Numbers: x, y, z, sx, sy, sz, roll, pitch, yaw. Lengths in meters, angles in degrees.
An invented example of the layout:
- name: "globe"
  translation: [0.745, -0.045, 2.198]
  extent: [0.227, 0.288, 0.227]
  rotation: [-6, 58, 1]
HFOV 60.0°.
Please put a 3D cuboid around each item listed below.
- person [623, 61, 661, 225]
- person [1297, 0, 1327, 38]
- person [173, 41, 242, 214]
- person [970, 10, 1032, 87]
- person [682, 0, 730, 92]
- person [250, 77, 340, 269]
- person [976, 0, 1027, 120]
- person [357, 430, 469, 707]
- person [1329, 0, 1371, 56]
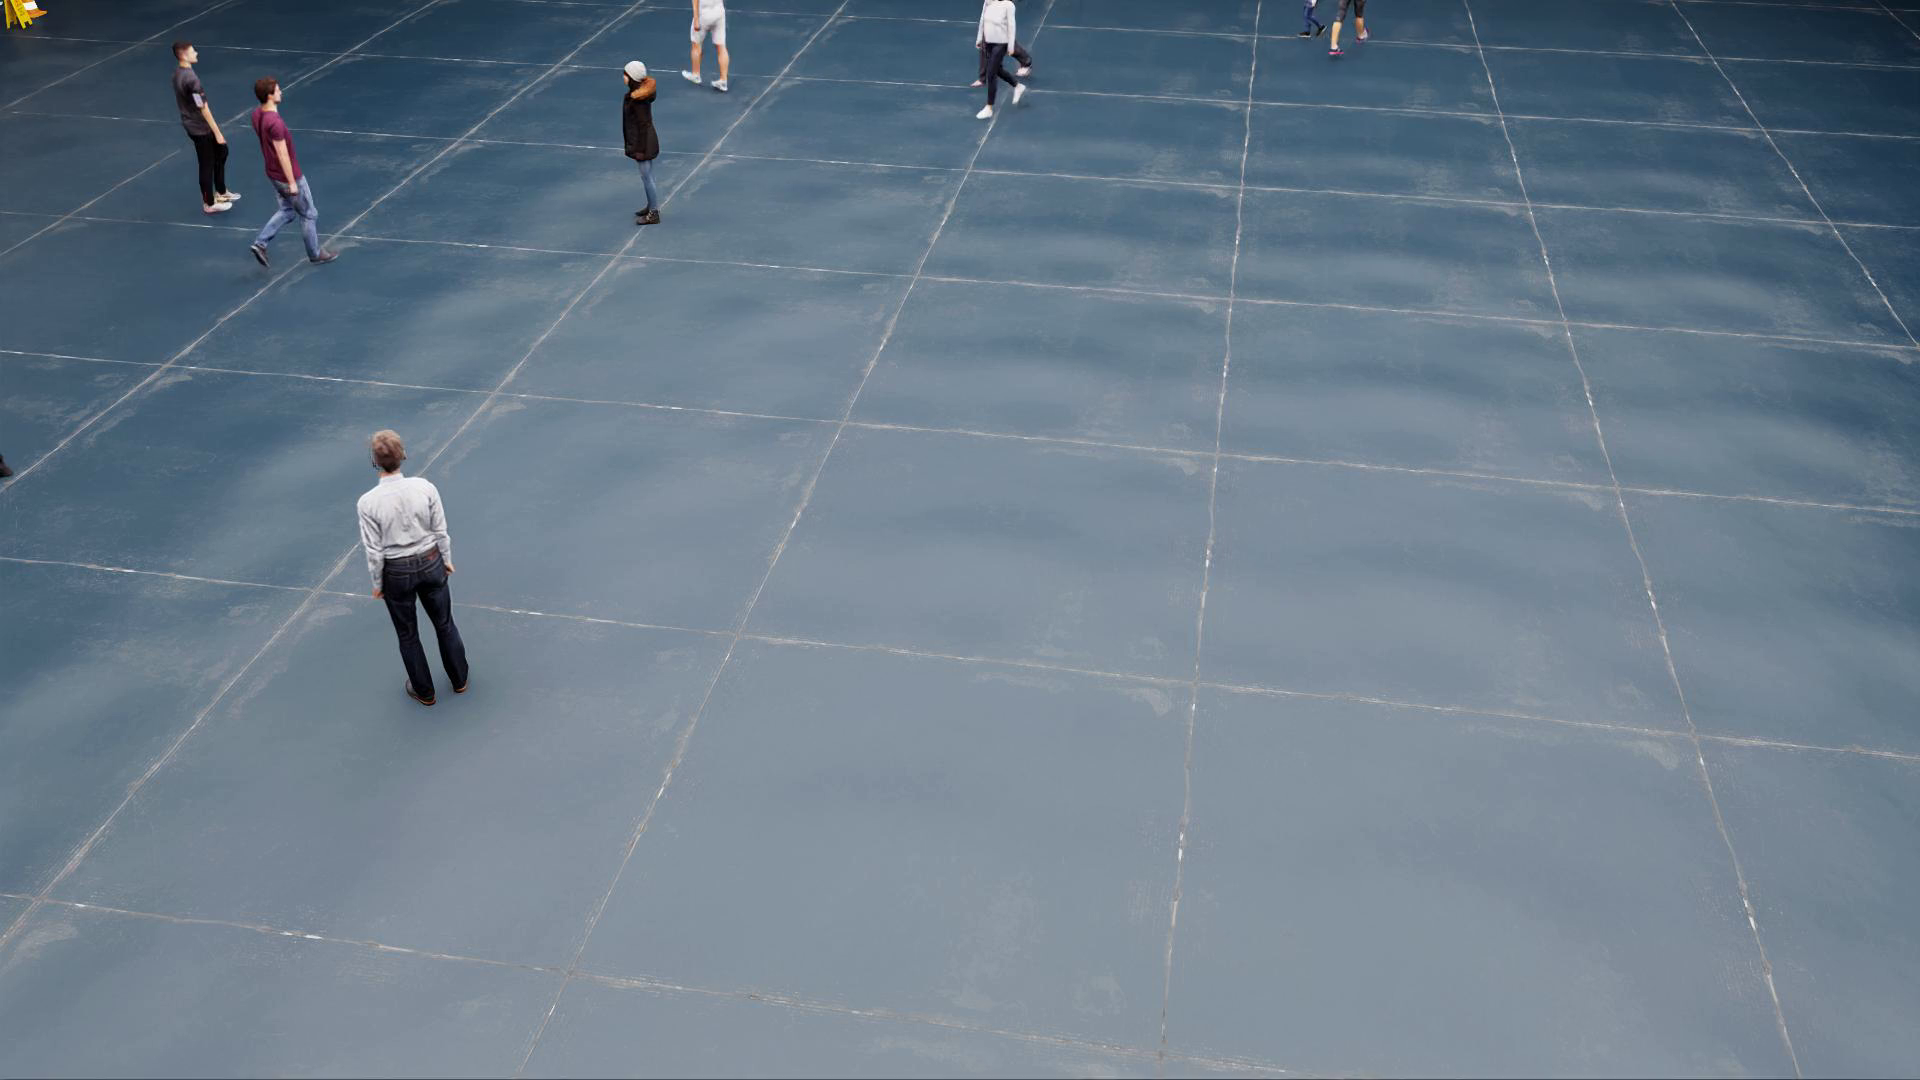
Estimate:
- name: "person"
  translation: [-3.200, -4.014, 16.771]
  extent: [0.719, 1.635, 0.713]
  rotation: [-6, 33, -9]
- name: "person"
  translation: [4.838, -7.382, 22.610]
  extent: [0.610, 1.102, 0.487]
  rotation: [1, 32, 2]
- name: "person"
  translation: [-7.811, -4.172, 16.913]
  extent: [0.839, 1.751, 0.786]
  rotation: [-19, 37, -27]
- name: "person"
  translation: [0.542, -6.552, 20.609]
  extent: [1.193, 1.833, 1.143]
  rotation: [28, 42, 37]
- name: "person"
  translation: [-3.019, -6.435, 20.425]
  extent: [1.031, 1.832, 1.134]
  rotation: [-27, 41, -36]
- name: "person"
  translation: [-6.428, -3.414, 15.637]
  extent: [1.068, 1.831, 1.078]
  rotation: [-28, 41, -36]
- name: "person"
  translation: [0.508, -5.878, 19.691]
  extent: [1.086, 1.672, 1.102]
  rotation: [-25, 40, -34]
- name: "person"
  translation: [-3.293, 0.168, 9.970]
  extent: [0.723, 1.818, 0.788]
  rotation: [-20, 37, -28]
- name: "person"
  translation: [5.058, -7.188, 21.769]
  extent: [1.206, 1.671, 1.111]
  rotation: [28, 42, 37]
